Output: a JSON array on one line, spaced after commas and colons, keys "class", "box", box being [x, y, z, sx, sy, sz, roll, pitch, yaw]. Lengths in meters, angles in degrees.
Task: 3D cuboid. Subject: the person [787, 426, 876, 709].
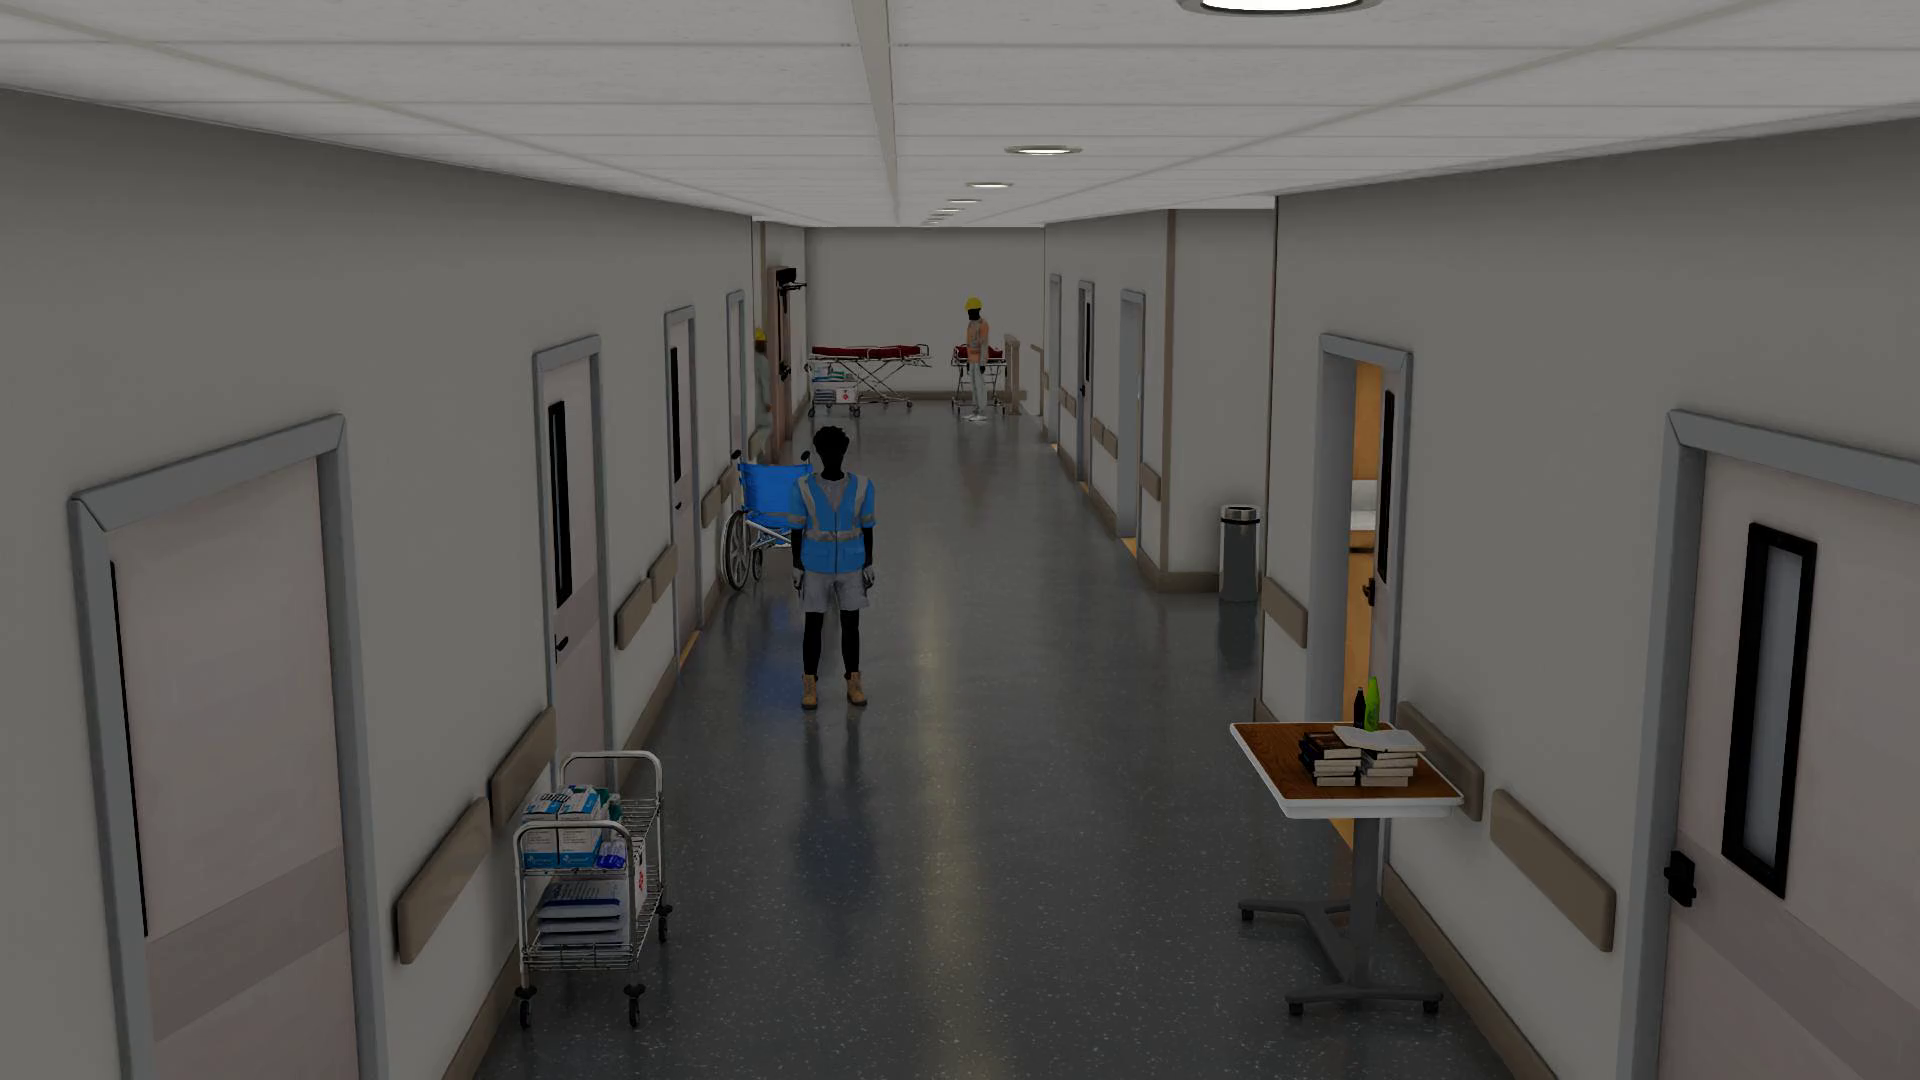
[{"class": "person", "box": [-0.758, 0.162, 9.917, 0.536, 1.697, 0.318, -2, 10, -13]}]

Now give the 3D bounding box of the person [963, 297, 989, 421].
[{"class": "person", "box": [0.245, -2.807, 25.841, 0.398, 1.918, 0.587, -4, 11, -21]}]
